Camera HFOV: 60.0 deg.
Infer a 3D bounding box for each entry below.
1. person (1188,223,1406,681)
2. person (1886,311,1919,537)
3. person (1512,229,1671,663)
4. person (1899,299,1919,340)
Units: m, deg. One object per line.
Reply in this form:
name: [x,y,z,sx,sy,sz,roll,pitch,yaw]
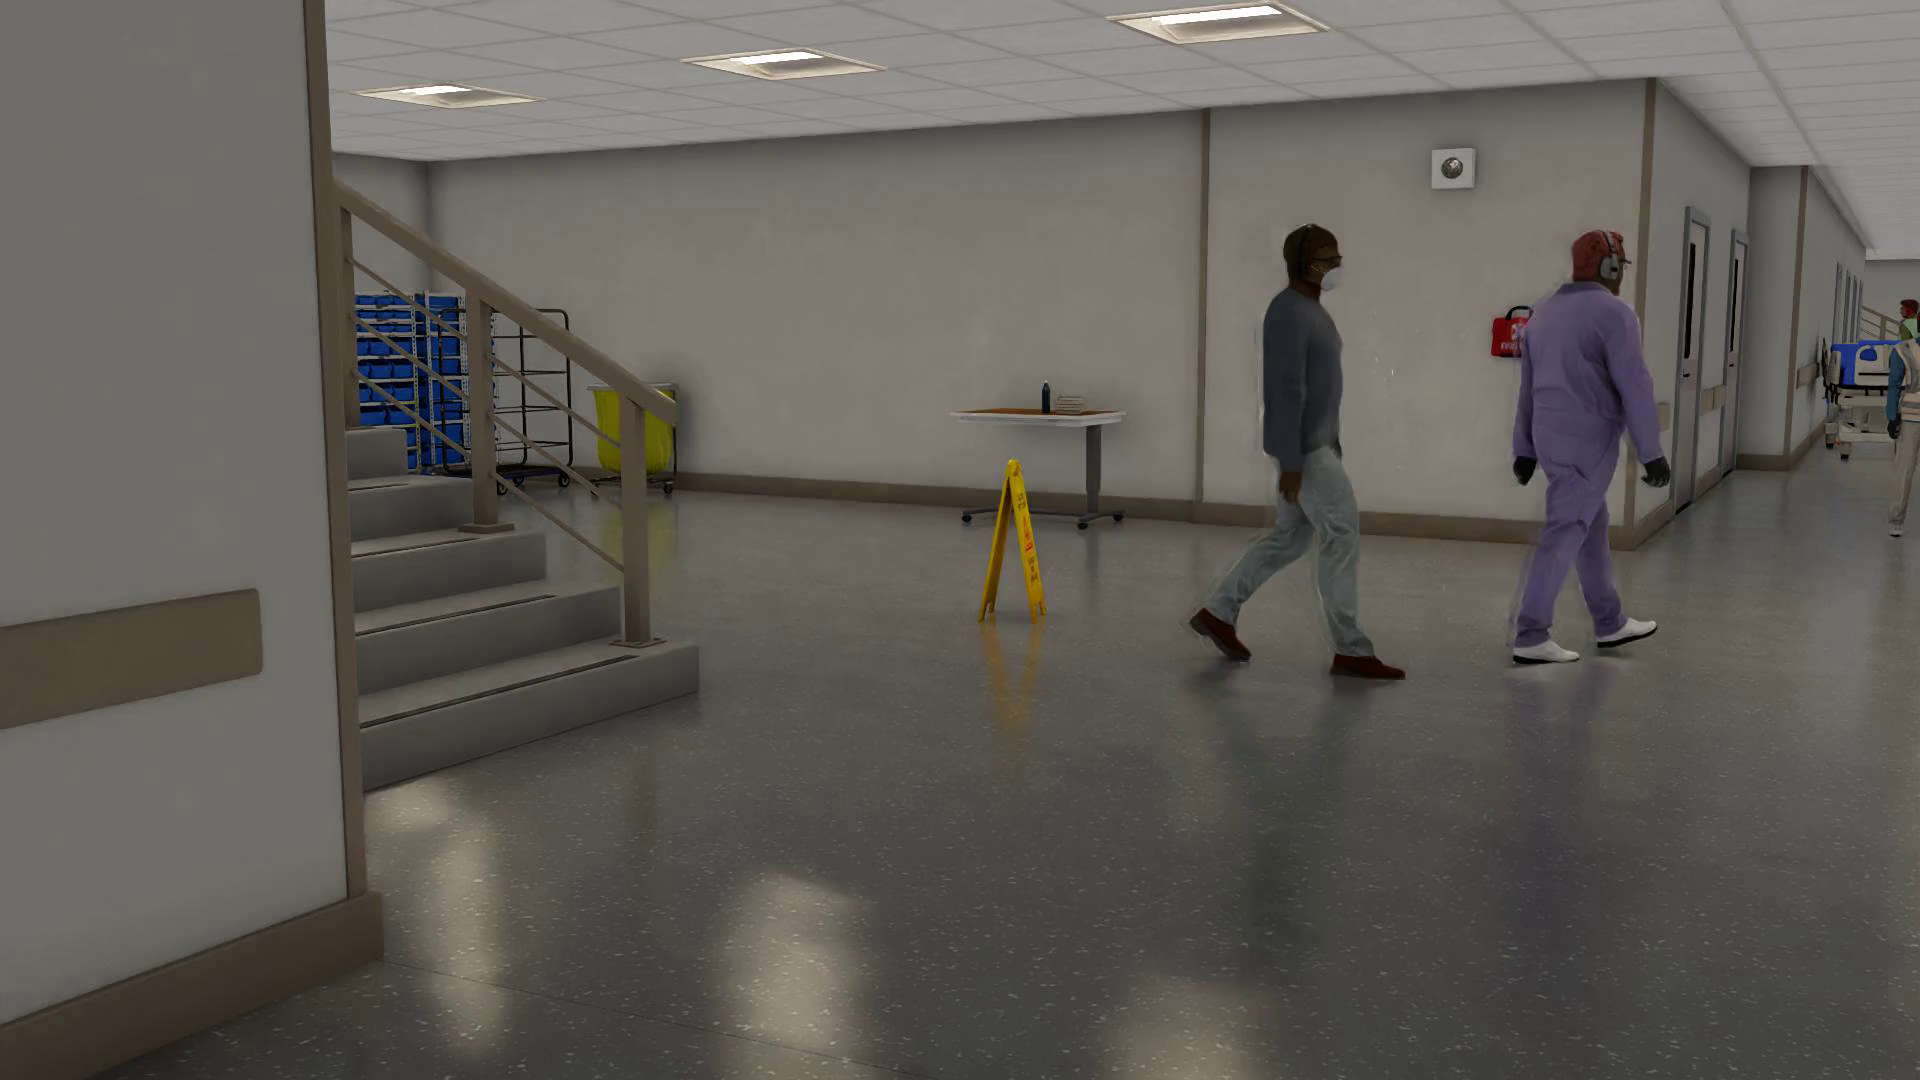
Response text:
person: [1.415,-0.369,7.013,0.912,1.907,0.647,3,8,19]
person: [6.651,-0.821,11.448,0.509,1.629,0.315,2,8,17]
person: [2.806,-0.396,7.237,0.906,1.869,0.658,-1,8,-10]
person: [13.537,-2.504,23.654,0.578,1.832,0.404,-5,9,-34]
